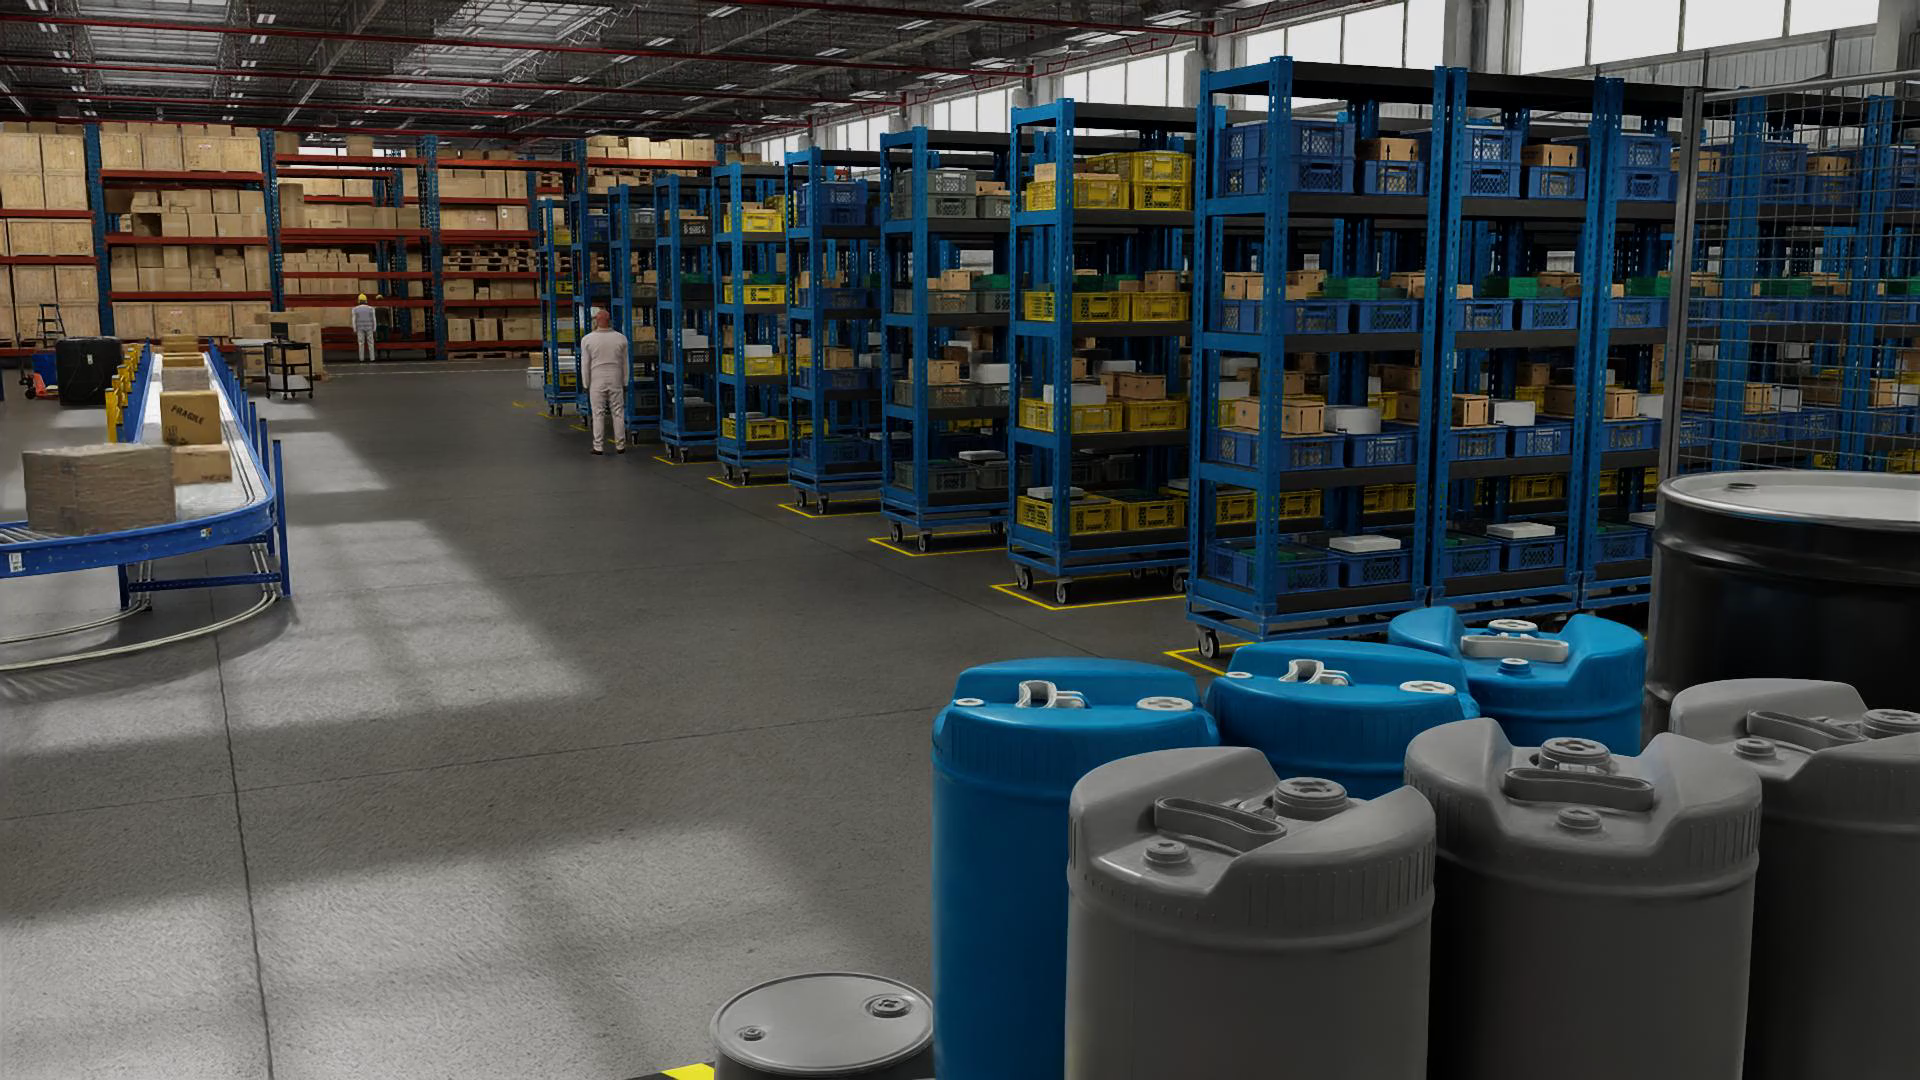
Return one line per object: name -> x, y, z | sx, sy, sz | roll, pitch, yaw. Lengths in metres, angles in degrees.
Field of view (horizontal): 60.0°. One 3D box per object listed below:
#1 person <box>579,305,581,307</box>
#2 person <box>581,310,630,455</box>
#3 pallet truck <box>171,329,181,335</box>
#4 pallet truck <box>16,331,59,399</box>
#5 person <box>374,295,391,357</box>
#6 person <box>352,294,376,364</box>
person -> -11.876, -6.903, 52.149 | 0.594, 1.836, 0.404 | -4, 10, -25
person -> -4.686, -2.077, 21.989 | 0.644, 1.908, 0.408 | -4, 10, -25
pallet truck -> -17.275, -3.851, 35.096 | 1.601, 1.201, 0.680 | 0, 9, 1
pallet truck -> -17.082, -3.353, 31.781 | 1.630, 1.274, 0.653 | -4, 10, -25
person -> -16.351, -6.040, 46.999 | 0.527, 1.772, 0.305 | -4, 10, -25
person -> -15.669, -5.552, 43.764 | 0.593, 1.837, 0.404 | -4, 10, -25
